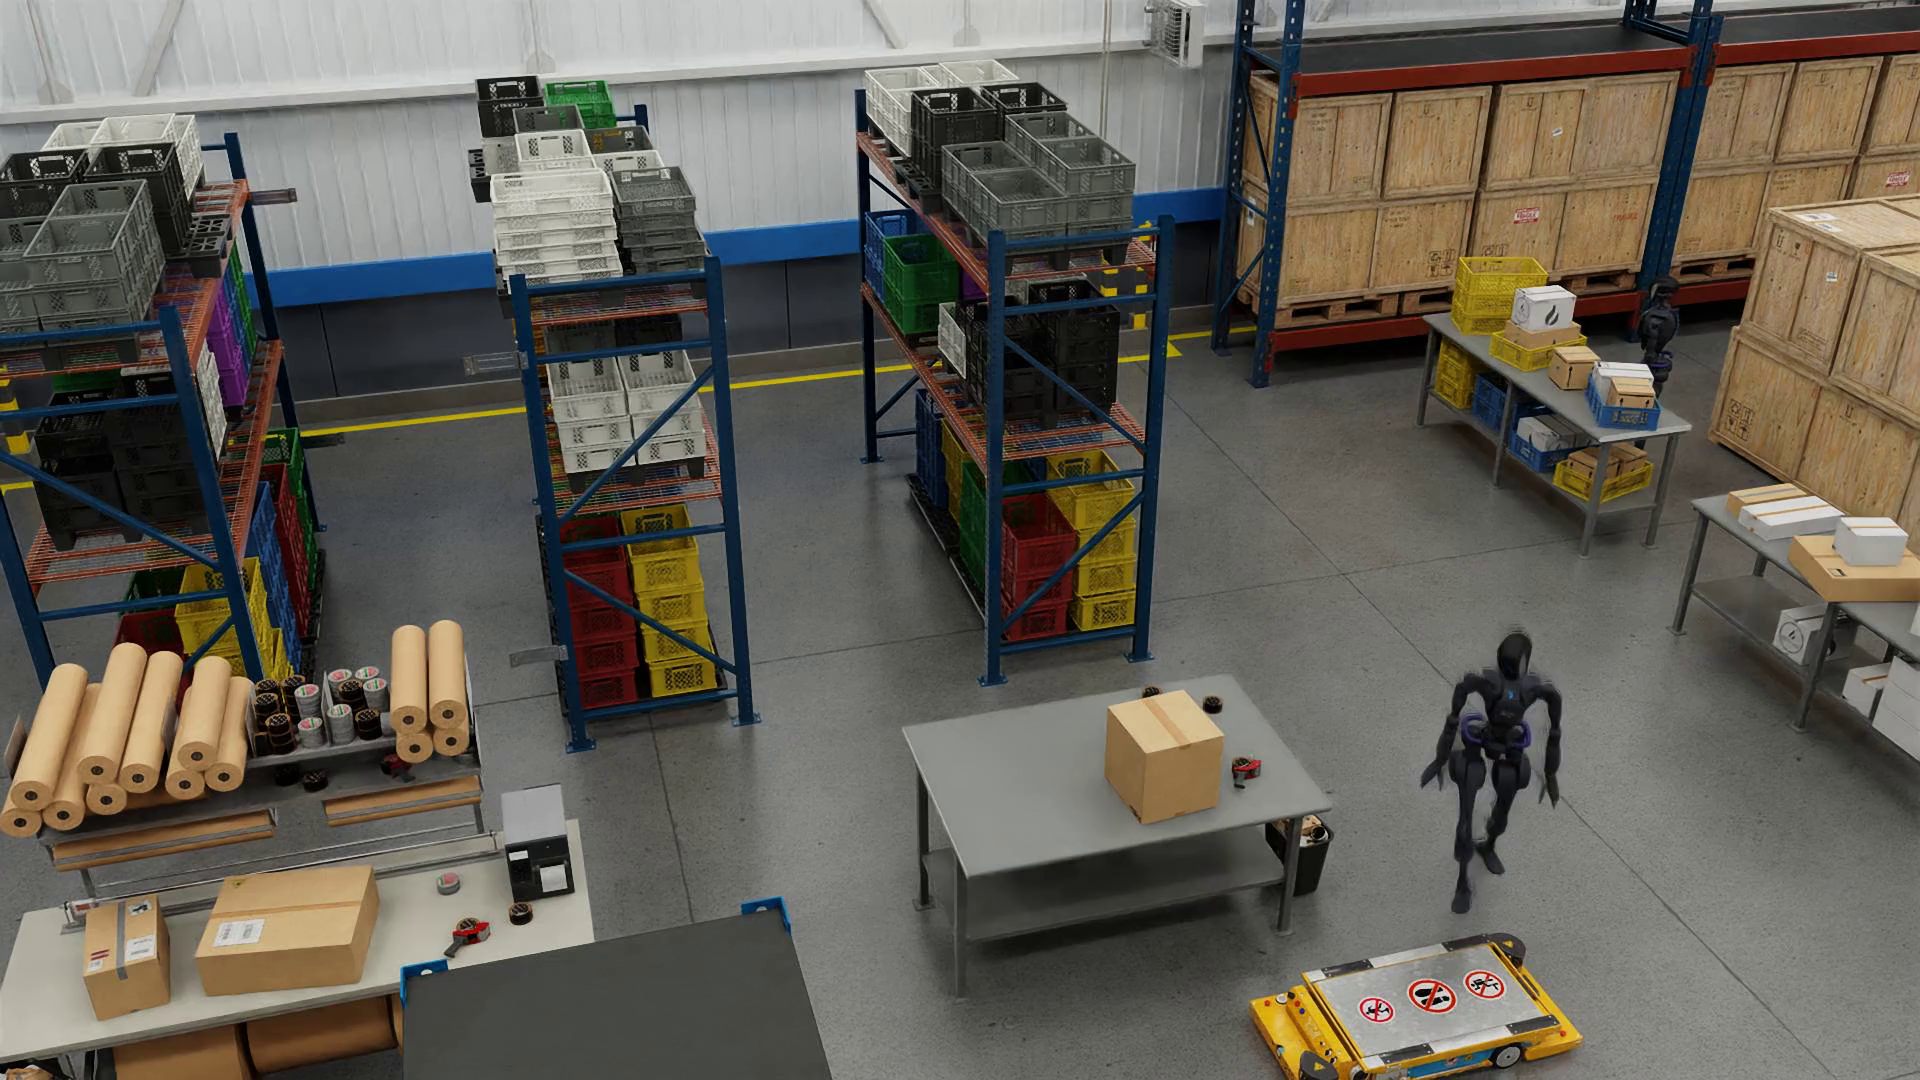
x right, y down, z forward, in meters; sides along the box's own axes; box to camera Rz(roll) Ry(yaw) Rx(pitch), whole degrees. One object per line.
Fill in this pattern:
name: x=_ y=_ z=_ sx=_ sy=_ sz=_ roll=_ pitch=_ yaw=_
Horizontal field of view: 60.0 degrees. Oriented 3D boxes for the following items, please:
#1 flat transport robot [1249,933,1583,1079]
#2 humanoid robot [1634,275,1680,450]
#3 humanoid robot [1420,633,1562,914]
flat transport robot: x=2.184 y=2.282 z=7.980 sx=1.431 sy=0.197 sz=0.652 roll=-8 pitch=30 yaw=-14
humanoid robot: x=5.366 y=-1.274 z=13.001 sx=0.328 sy=1.657 sz=0.601 roll=14 pitch=32 yaw=24
humanoid robot: x=2.773 y=1.159 z=8.628 sx=0.707 sy=1.617 sz=0.724 roll=5 pitch=29 yaw=9
